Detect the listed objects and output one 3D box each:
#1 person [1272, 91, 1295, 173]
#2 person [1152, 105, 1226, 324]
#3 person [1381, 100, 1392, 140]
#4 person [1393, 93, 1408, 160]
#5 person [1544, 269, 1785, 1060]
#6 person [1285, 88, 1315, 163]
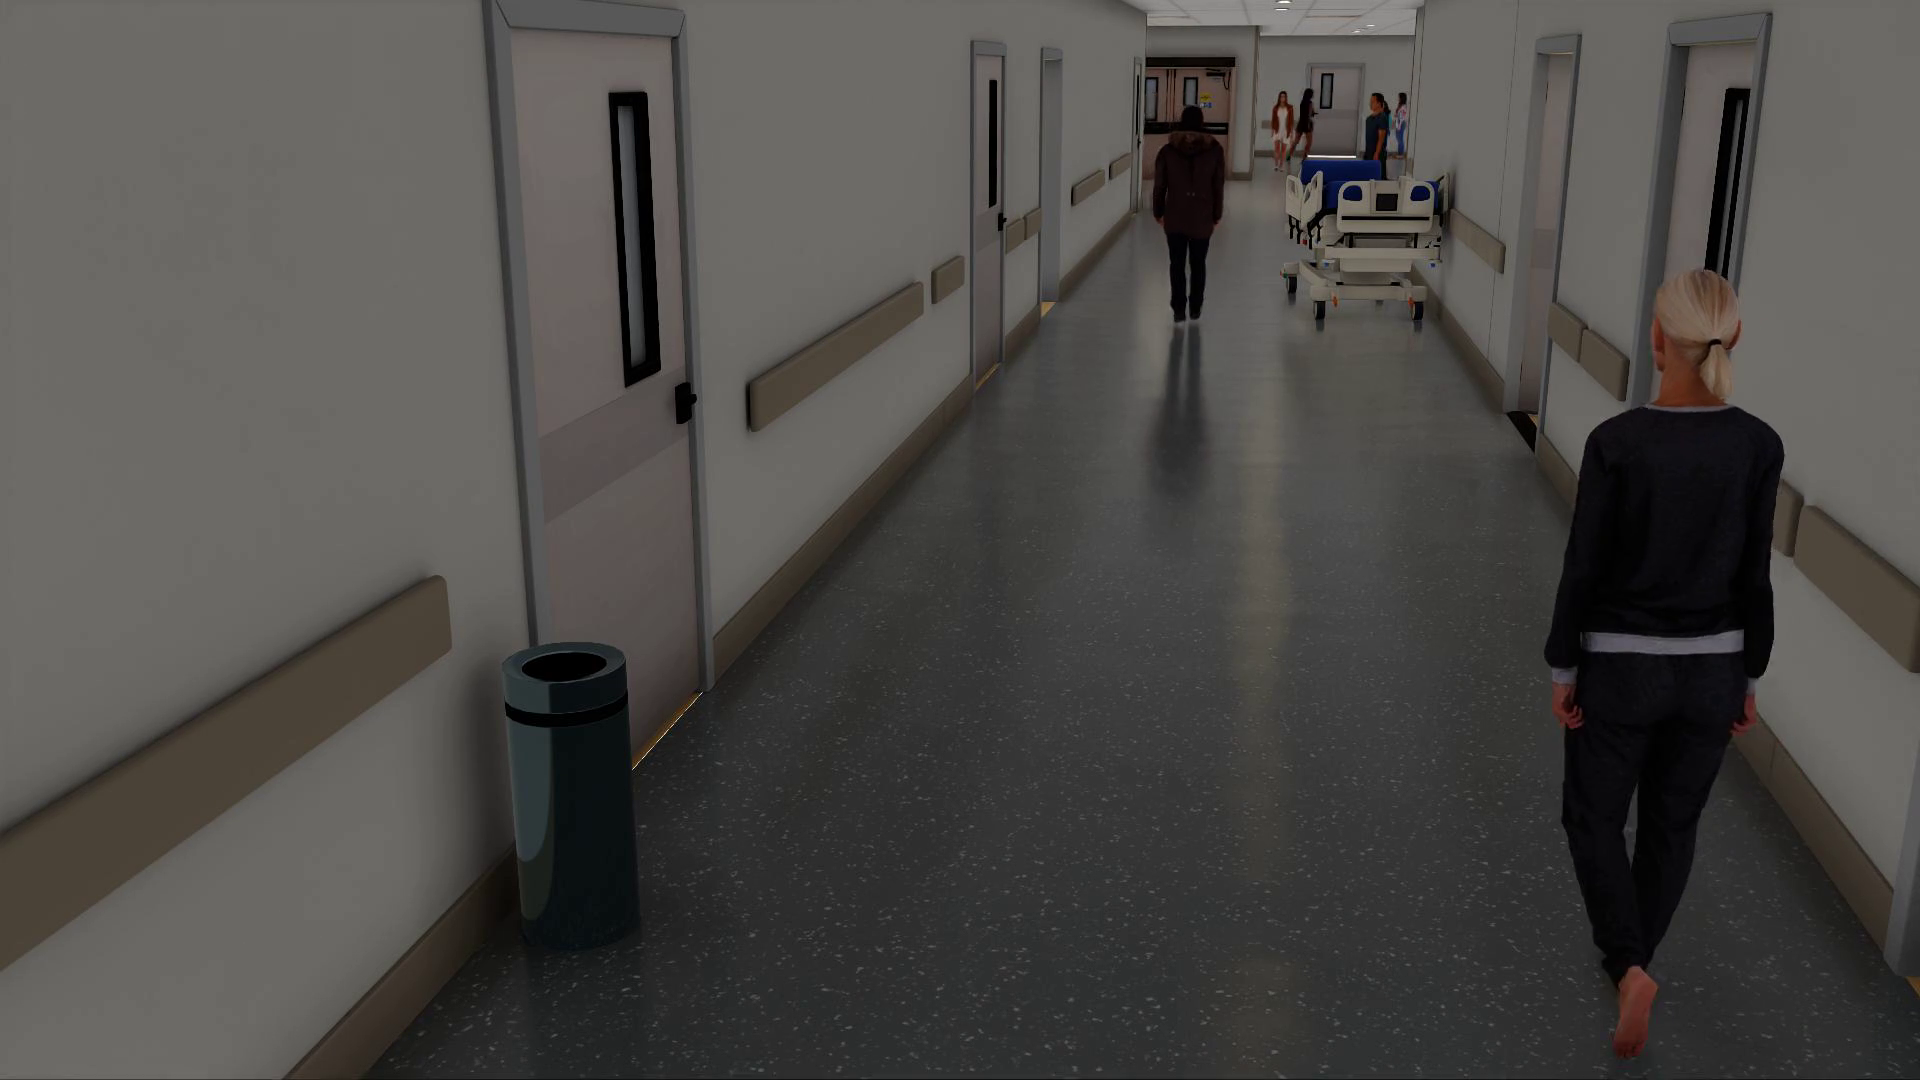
[{"bbox_3d":[6.944,-8.778,35.831,0.924,1.683,0.690,2,16,6],"label":"person"},{"bbox_3d":[1.929,-2.727,14.120,0.939,1.818,0.831,2,16,8],"label":"person"},{"bbox_3d":[9.643,-9.303,38.034,0.641,1.499,0.732,11,19,34],"label":"person"},{"bbox_3d":[10.980,-10.324,41.449,0.491,1.611,0.591,3,16,9],"label":"person"},{"bbox_3d":[1.537,0.296,3.603,0.877,1.707,0.700,2,16,7],"label":"person"},{"bbox_3d":[8.034,-9.677,38.968,0.996,1.710,0.925,-9,18,-28],"label":"person"}]
